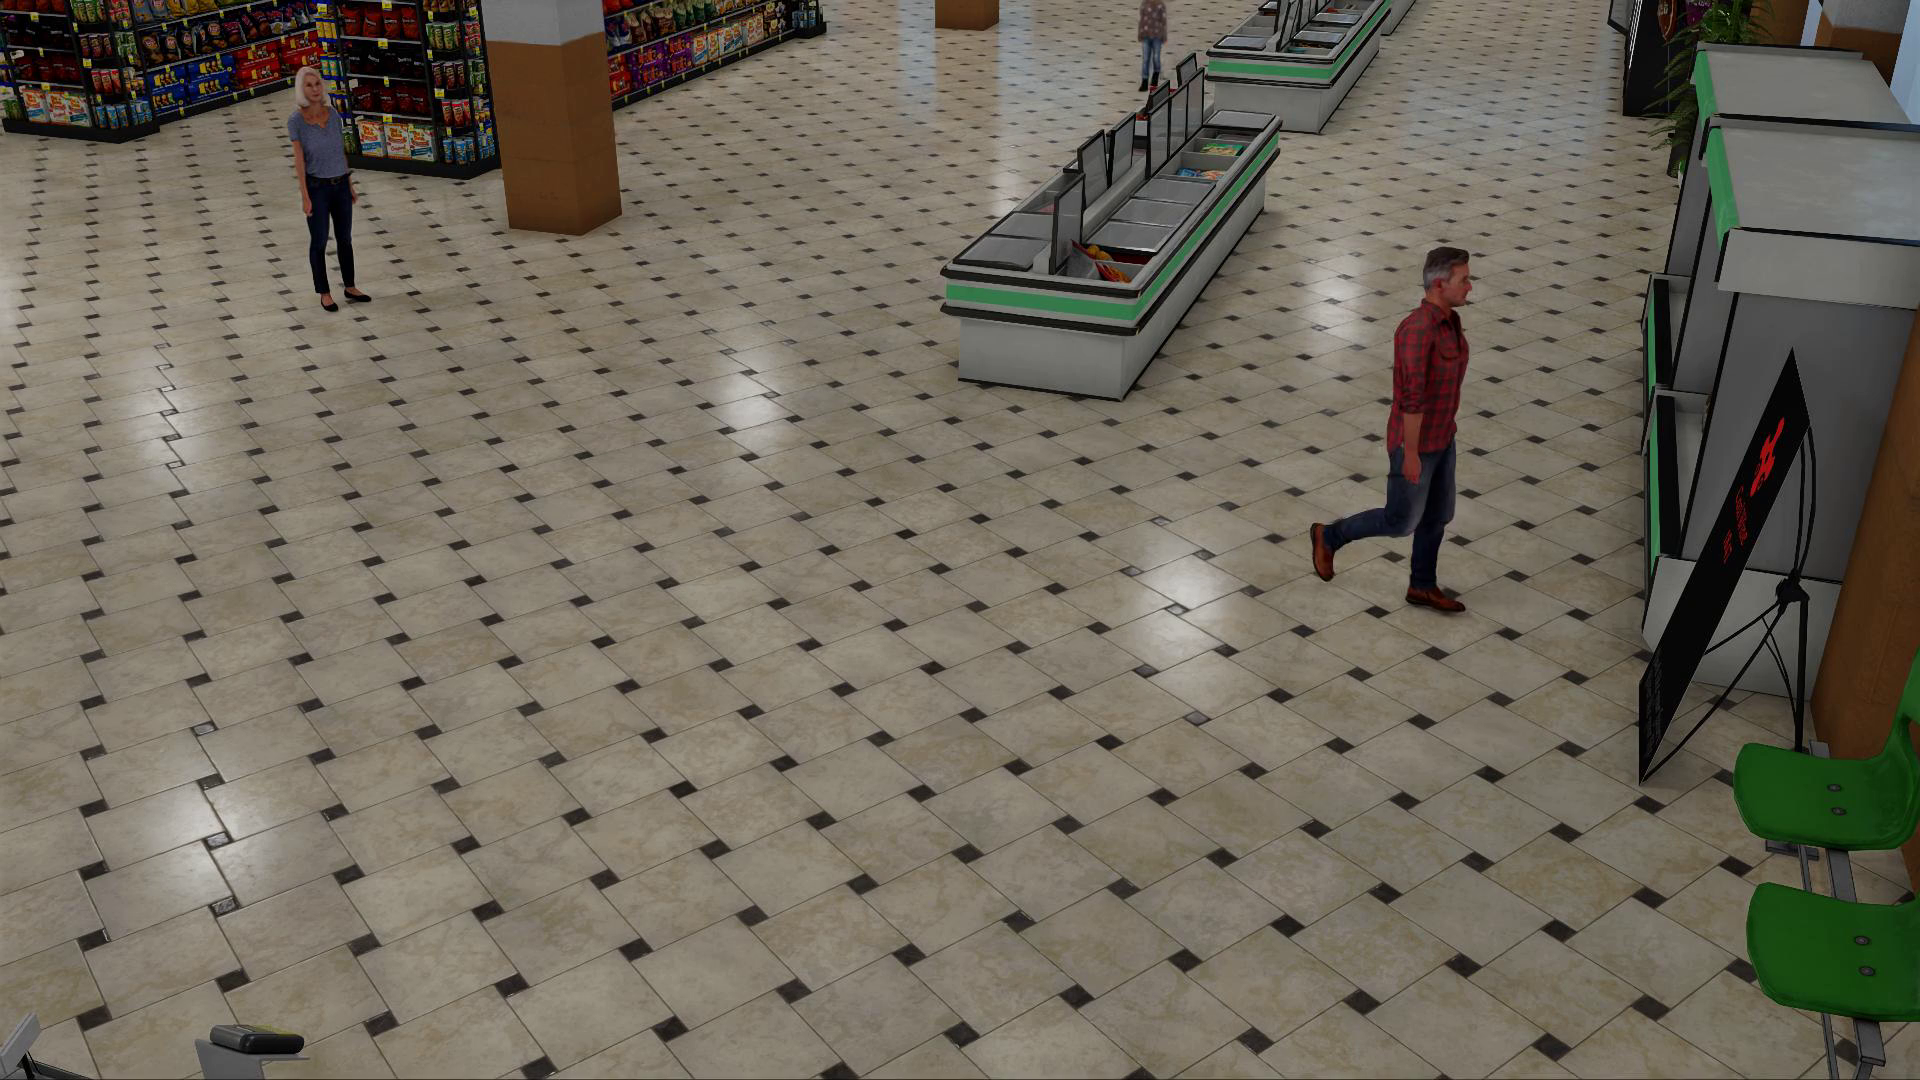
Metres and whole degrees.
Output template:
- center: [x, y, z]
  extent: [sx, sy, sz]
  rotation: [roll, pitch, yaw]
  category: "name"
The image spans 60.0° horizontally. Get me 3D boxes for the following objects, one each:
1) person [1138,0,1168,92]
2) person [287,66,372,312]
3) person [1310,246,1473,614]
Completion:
- center: [2.202, -5.740, 18.914]
  extent: [0.496, 1.186, 0.719]
  rotation: [8, 28, 16]
  category: "person"
- center: [-4.586, -2.544, 12.018]
  extent: [0.697, 1.722, 0.563]
  rotation: [22, 34, 36]
  category: "person"
- center: [2.106, -0.497, 7.884]
  extent: [0.918, 1.810, 1.031]
  rotation: [17, 32, 30]
  category: "person"
